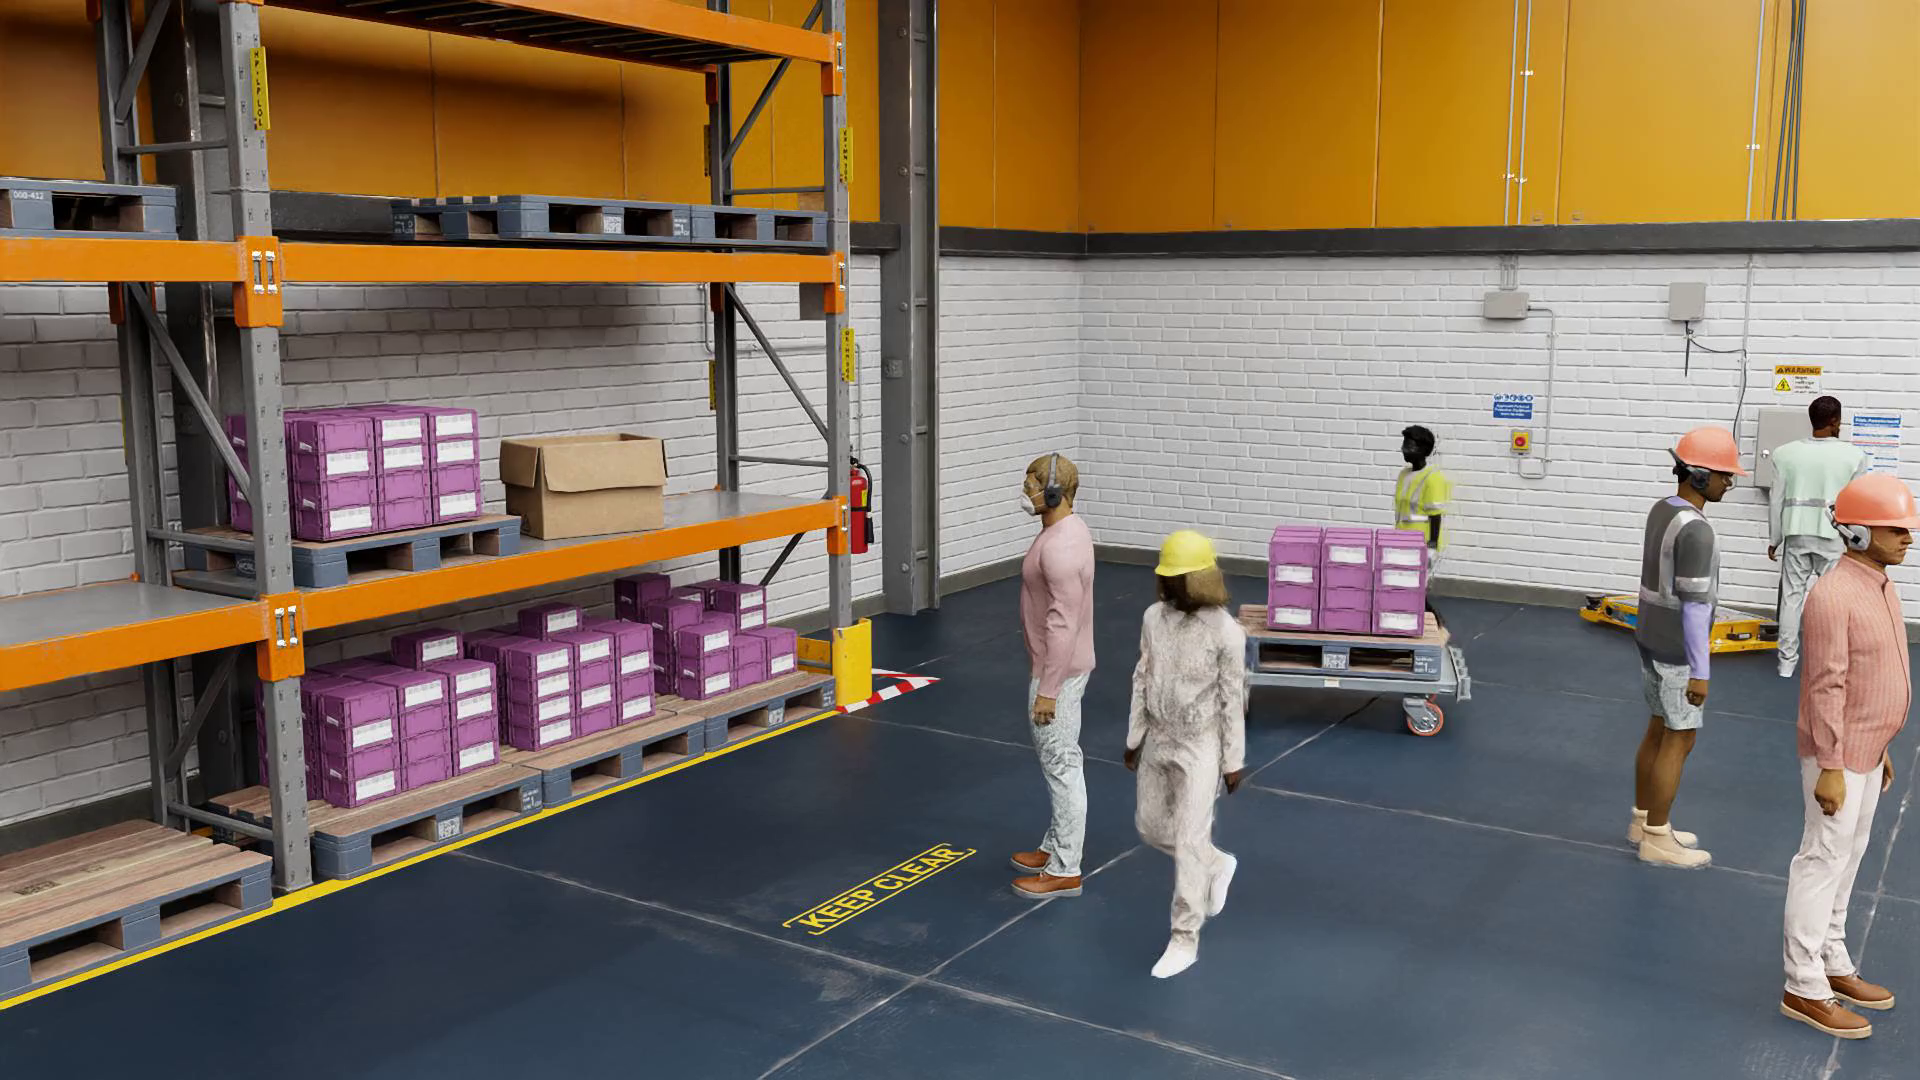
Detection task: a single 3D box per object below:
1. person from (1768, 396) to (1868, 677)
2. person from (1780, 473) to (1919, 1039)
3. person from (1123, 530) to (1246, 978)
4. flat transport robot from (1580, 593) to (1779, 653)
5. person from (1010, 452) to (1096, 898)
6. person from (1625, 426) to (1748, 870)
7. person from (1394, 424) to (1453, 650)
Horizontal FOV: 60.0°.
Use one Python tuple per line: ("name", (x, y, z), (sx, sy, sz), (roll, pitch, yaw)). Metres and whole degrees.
("person", (5.744, -0.007, 11.178), (0.587, 1.915, 0.397), (7, 11, 38))
("person", (3.201, 0.753, 5.974), (0.375, 1.995, 0.611), (8, 12, 43))
("person", (0.929, 0.798, 6.558), (0.614, 1.722, 0.503), (-8, 12, -42))
("flat transport robot", (5.416, 0.603, 12.529), (0.652, 0.197, 1.431), (-3, 9, -18))
("person", (0.405, 0.584, 7.253), (0.372, 1.940, 0.632), (1, 9, 3))
("person", (3.301, 0.490, 7.575), (0.409, 2.030, 0.617), (1, 9, 7))
("person", (3.176, 0.036, 11.603), (0.371, 1.686, 0.550), (-2, 9, -13))
